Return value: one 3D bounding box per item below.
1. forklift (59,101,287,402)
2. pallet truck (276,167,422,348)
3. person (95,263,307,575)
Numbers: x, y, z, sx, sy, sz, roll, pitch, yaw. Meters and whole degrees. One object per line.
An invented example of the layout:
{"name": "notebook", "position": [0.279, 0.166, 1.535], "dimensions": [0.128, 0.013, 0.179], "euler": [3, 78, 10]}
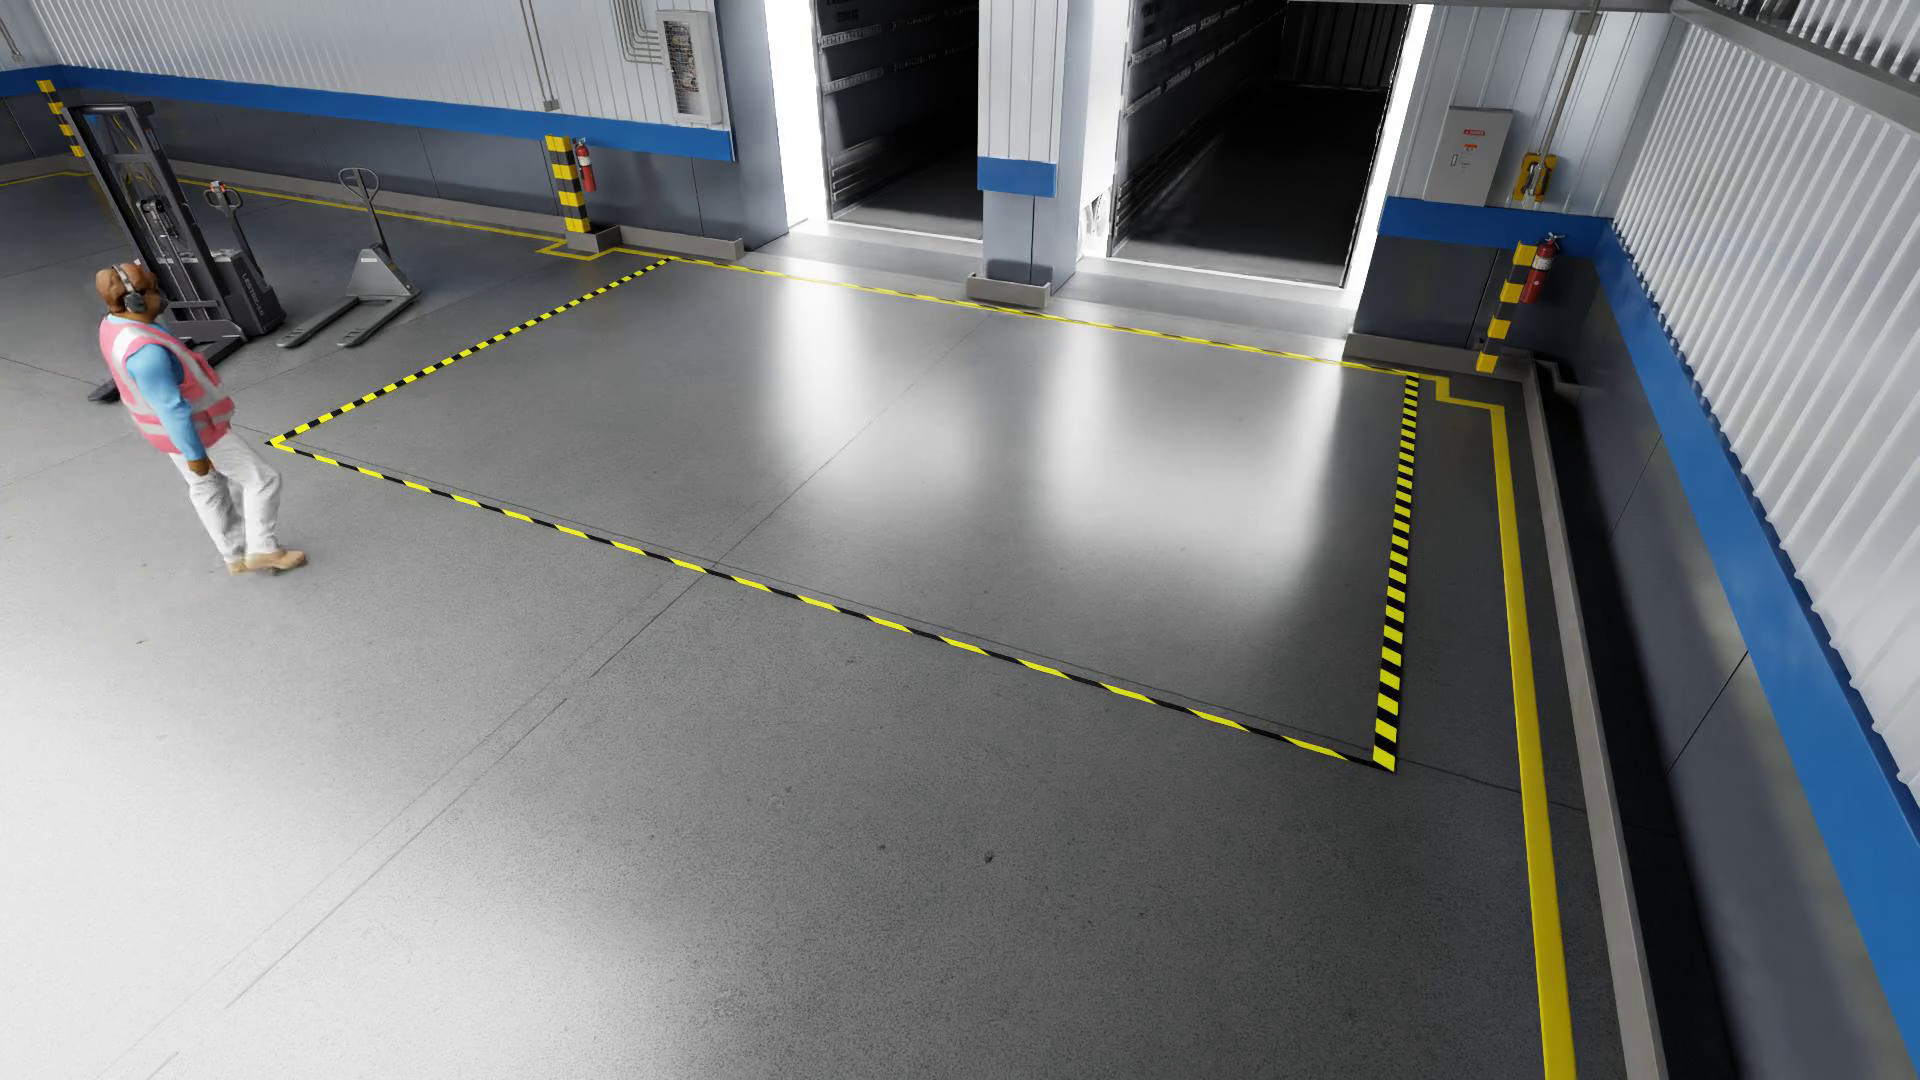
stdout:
{"name": "forklift", "position": [-6.686, -2.387, 7.434], "dimensions": [0.823, 1.965, 1.885], "euler": [-3, 35, -5]}
{"name": "pallet truck", "position": [-5.732, -2.611, 8.414], "dimensions": [0.680, 1.201, 1.601], "euler": [-1, 35, -1]}
{"name": "person", "position": [-4.171, -0.597, 5.022], "dimensions": [0.623, 1.825, 0.454], "euler": [24, 42, 30]}
